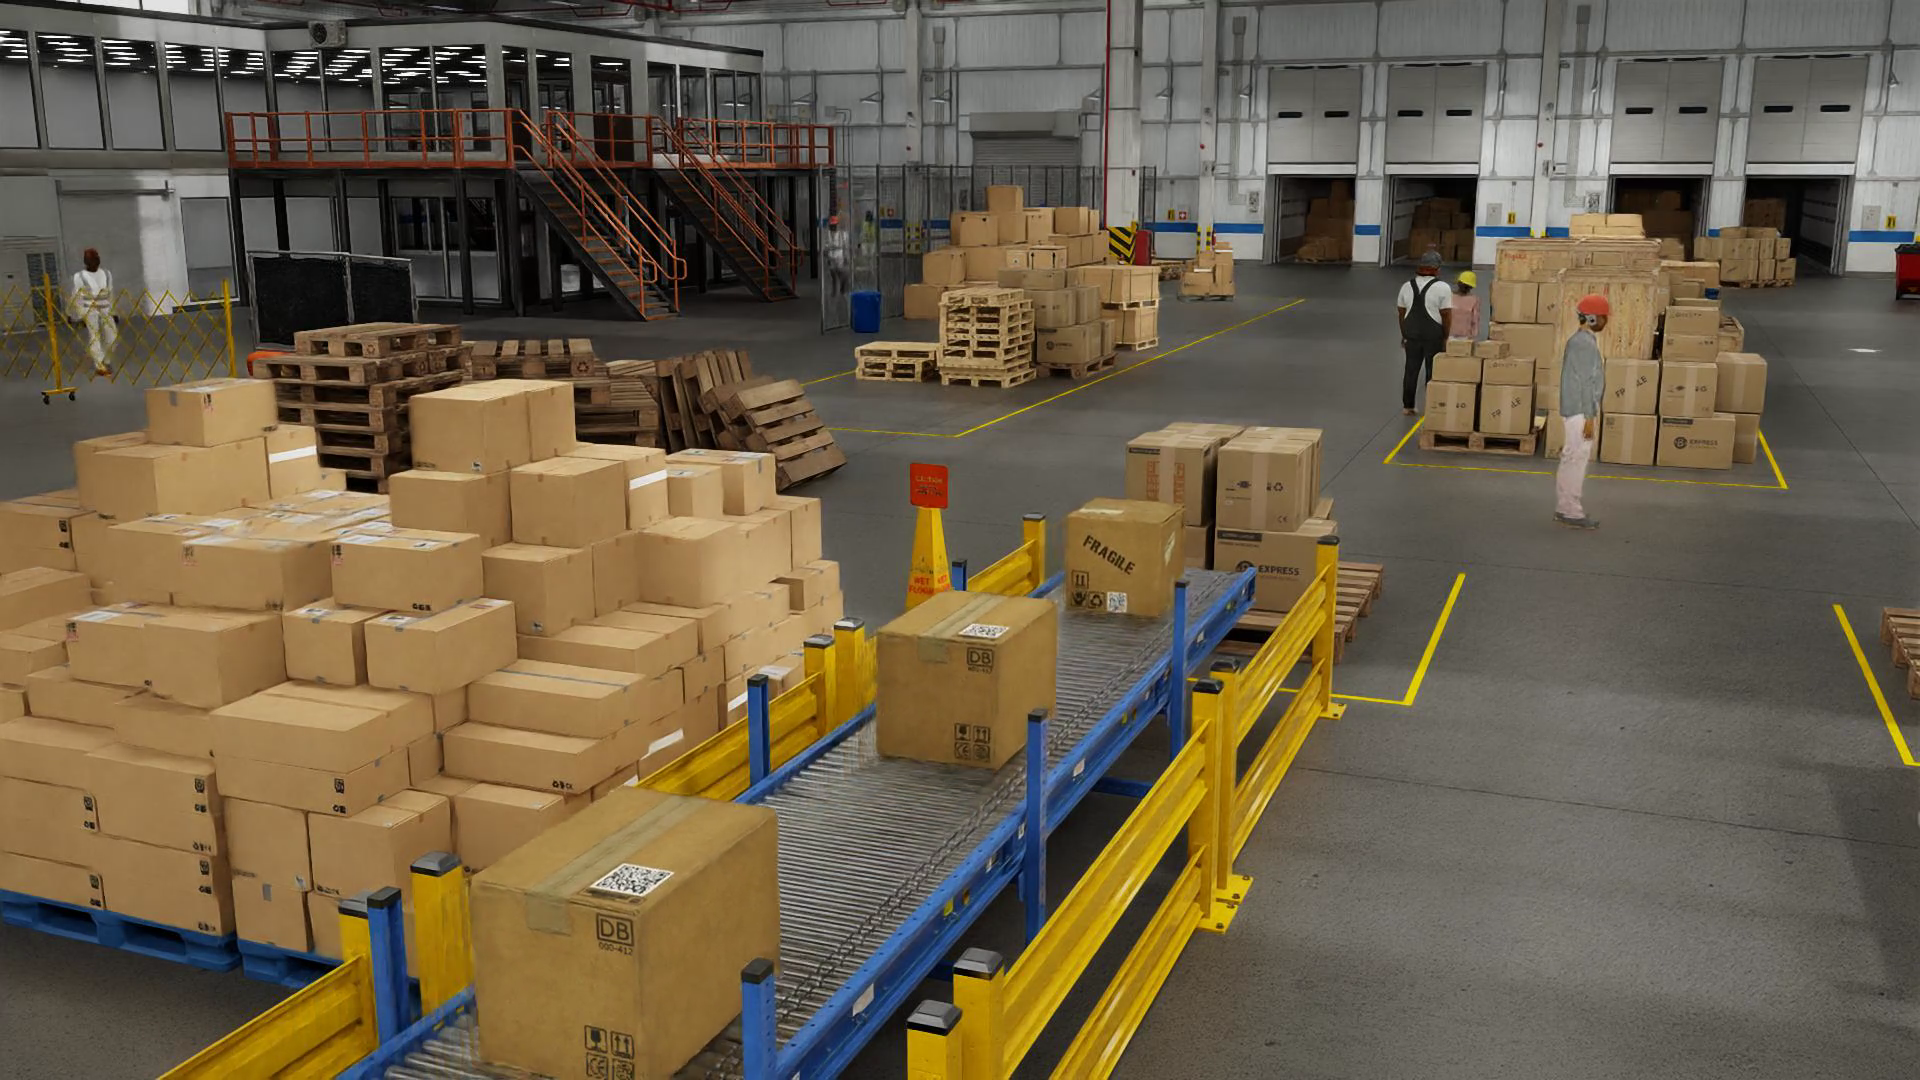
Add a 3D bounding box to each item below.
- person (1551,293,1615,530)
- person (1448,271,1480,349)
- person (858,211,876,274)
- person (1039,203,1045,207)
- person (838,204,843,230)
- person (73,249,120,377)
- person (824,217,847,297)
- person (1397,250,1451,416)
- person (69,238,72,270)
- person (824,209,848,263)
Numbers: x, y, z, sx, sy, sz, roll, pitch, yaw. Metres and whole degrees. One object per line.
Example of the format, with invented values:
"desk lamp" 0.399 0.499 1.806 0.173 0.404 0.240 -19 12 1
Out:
"person" 5.274 -1.091 14.084 0.393 1.992 0.621 2 13 7
"person" 6.410 -2.596 21.456 0.587 1.711 0.780 0 13 1
"person" -2.619 -8.609 48.178 0.658 1.828 0.446 -5 14 -22
"person" 2.664 -9.915 53.767 0.602 1.948 0.386 0 13 1
"person" -4.177 -10.483 56.276 0.457 1.975 0.611 3 13 12
"person" -12.568 -3.302 24.274 0.417 1.870 0.614 8 15 30
"person" -2.980 -6.778 39.748 0.580 1.923 0.445 5 13 20
"person" 5.737 -2.526 20.417 0.676 2.000 0.536 12 17 43
"person" -19.993 -6.144 36.959 0.648 1.887 0.764 -1 13 -3
"person" -3.985 -9.851 53.607 0.887 1.900 0.594 6 14 26
